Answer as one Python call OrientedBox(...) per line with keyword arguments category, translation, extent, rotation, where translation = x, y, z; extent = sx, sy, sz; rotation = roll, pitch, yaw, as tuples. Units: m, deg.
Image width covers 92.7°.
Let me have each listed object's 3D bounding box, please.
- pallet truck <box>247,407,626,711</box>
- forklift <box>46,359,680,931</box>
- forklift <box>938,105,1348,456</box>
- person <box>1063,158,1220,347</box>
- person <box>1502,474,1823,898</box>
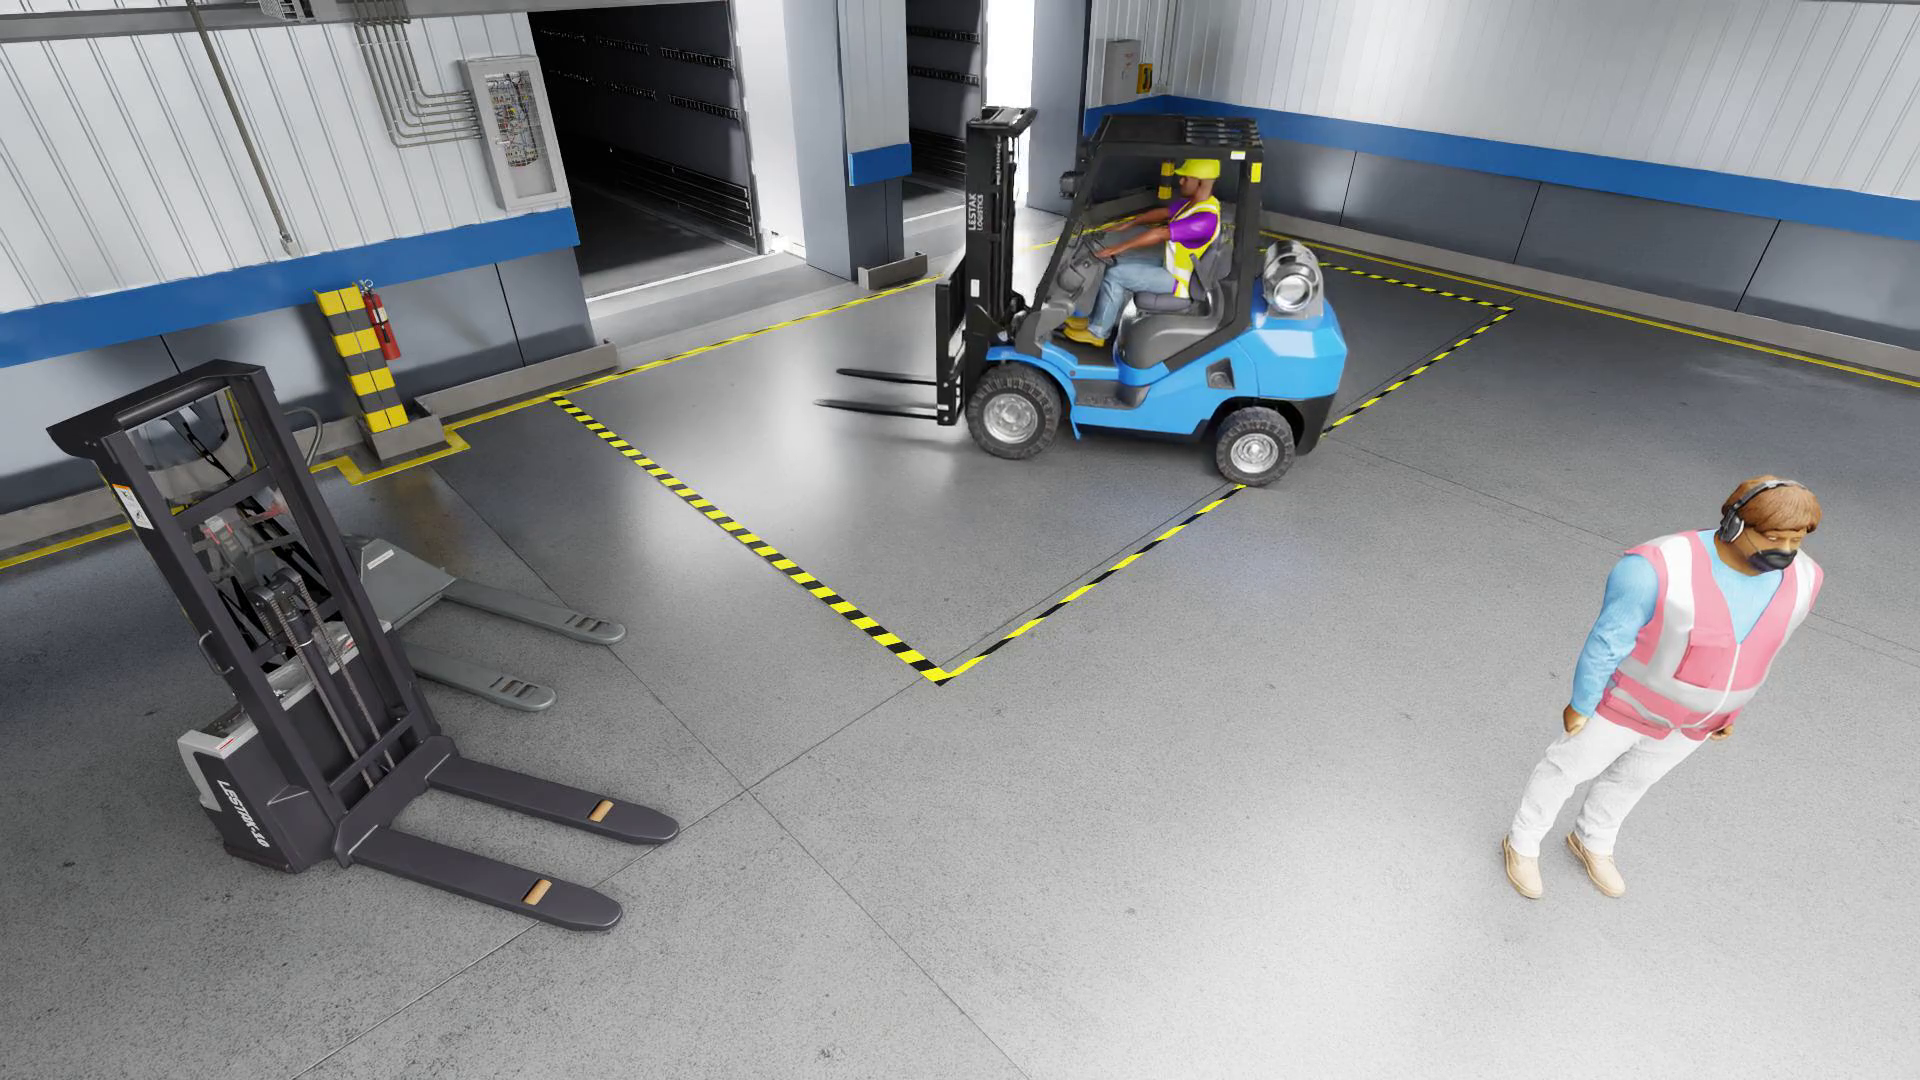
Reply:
OrientedBox(category="pallet truck", translation=(-2.628, 0.038, 4.590), extent=(1.601, 1.201, 0.680), rotation=(12, 36, 18))
OrientedBox(category="forklift", translation=(-2.135, 0.422, 3.354), extent=(1.885, 1.965, 0.823), rotation=(10, 35, 14))
OrientedBox(category="forklift", translation=(1.264, -1.786, 6.285), extent=(2.680, 2.036, 1.157), rotation=(7, 35, 10))
OrientedBox(category="person", translation=(1.207, -1.952, 6.196), extent=(1.004, 1.293, 0.635), rotation=(7, 35, 10))
OrientedBox(category="person", translation=(2.470, 0.585, 3.251), extent=(0.623, 1.844, 0.431), rotation=(1, 34, 2))
